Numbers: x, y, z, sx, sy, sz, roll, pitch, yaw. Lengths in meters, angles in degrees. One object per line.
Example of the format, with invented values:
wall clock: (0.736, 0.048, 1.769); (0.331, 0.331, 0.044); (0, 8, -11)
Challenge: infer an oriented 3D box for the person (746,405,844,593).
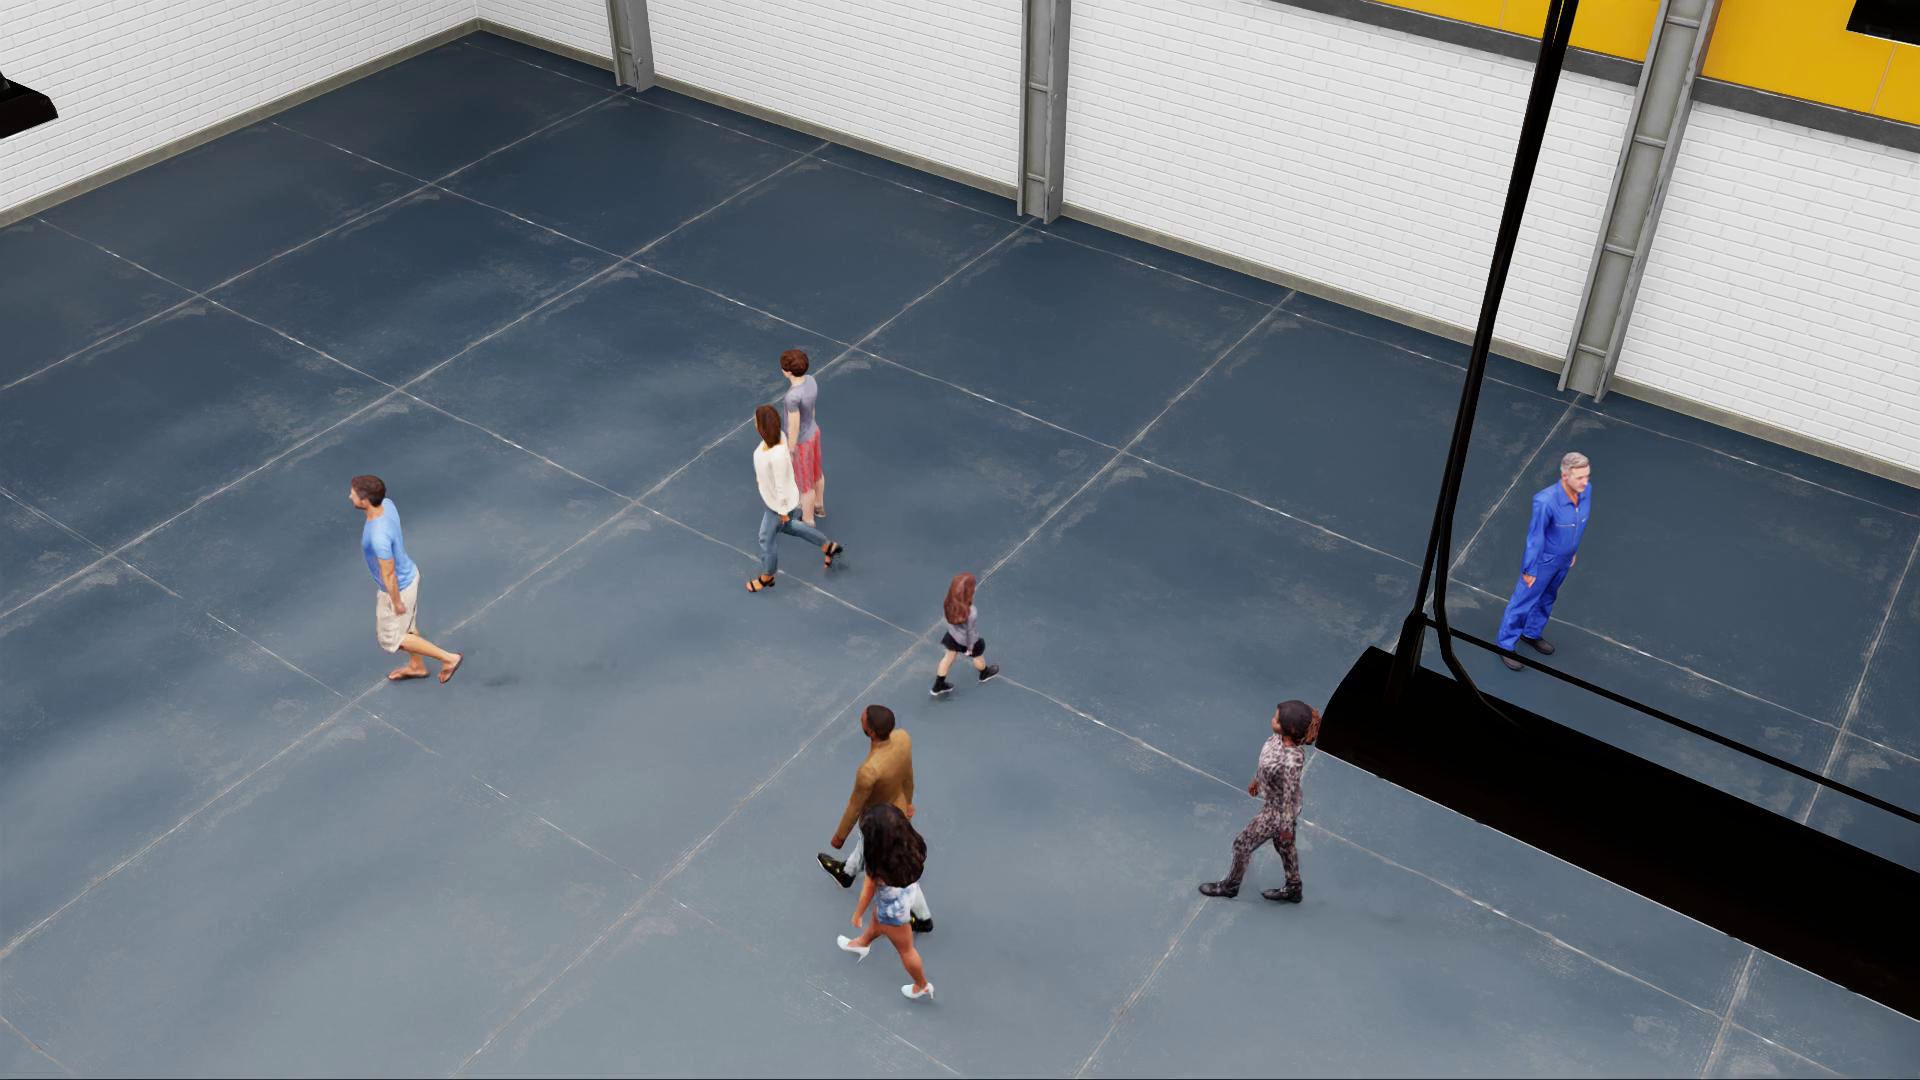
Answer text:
person: (-1.301, -0.330, 12.755); (1.081, 1.646, 1.011); (-5, 39, -6)

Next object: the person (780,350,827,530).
person: (-1.256, -0.804, 13.345); (0.601, 1.651, 0.629); (13, 41, 16)

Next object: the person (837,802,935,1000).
person: (-0.329, 2.150, 9.697); (0.974, 1.588, 0.680); (16, 41, 19)

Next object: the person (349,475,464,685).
person: (-3.925, 0.301, 11.803); (0.980, 1.849, 0.904); (-4, 39, -4)

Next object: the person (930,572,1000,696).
person: (-0.031, 0.684, 11.938); (0.678, 1.082, 0.774); (-25, 45, -28)

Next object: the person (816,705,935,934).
person: (-0.383, 1.741, 10.062); (1.165, 1.770, 0.770); (17, 42, 20)

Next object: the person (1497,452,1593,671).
person: (4.258, 0.117, 12.050); (0.787, 1.828, 0.714); (-22, 43, -25)

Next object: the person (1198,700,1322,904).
person: (2.050, 1.654, 10.237); (0.987, 1.689, 0.820); (6, 39, 7)
